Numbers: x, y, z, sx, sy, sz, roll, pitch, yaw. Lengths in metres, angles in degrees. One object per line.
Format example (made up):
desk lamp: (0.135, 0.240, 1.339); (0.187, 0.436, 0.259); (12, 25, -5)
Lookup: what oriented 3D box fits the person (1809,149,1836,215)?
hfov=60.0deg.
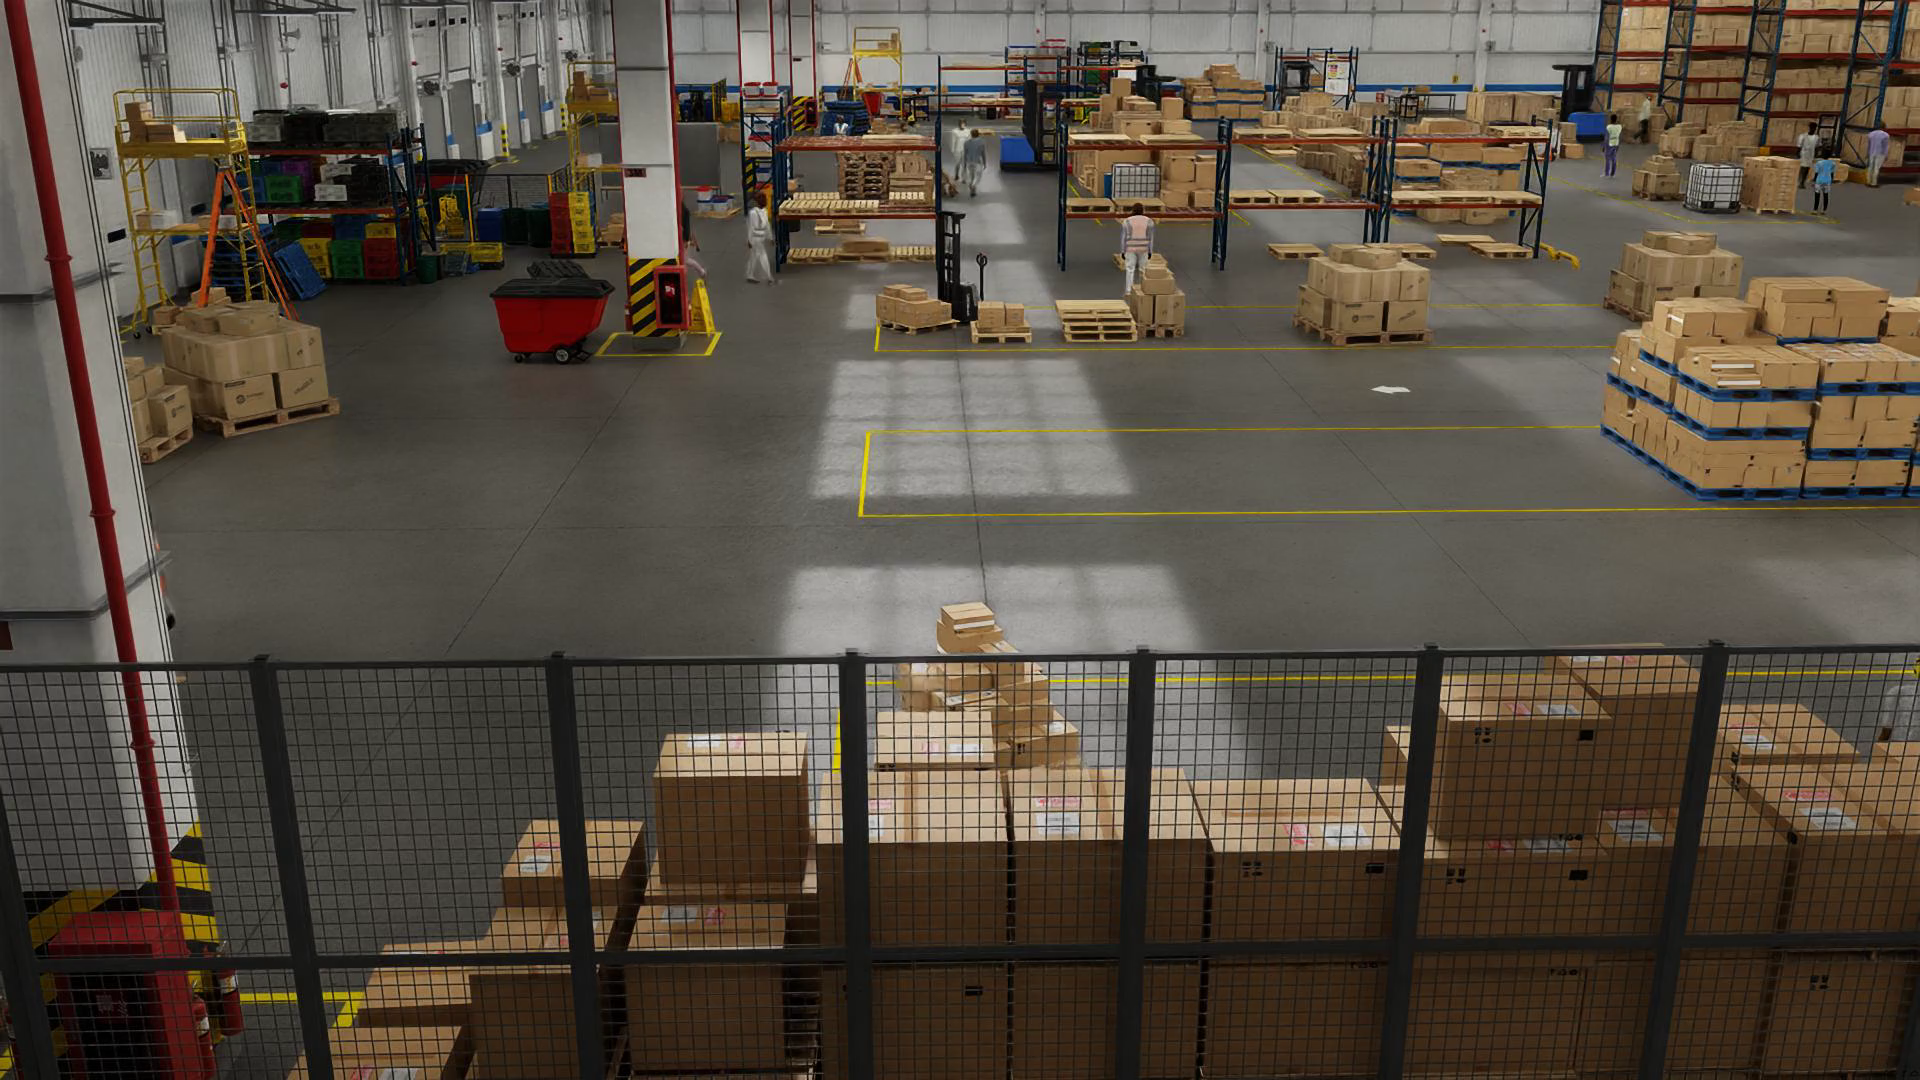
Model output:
person: (22.510, -9.333, 43.390); (0.538, 1.690, 0.322); (0, 19, -1)

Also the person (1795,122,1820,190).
person: (24.754, -11.212, 48.565); (0.642, 1.945, 0.523); (-1, 19, -3)

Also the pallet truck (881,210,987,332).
pallet truck: (-0.493, -4.759, 29.349); (1.885, 1.965, 0.823); (-13, 23, -34)

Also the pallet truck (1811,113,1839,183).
pallet truck: (26.403, -11.957, 50.702); (0.823, 1.965, 1.885); (6, 19, 16)

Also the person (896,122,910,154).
person: (-1.644, -11.597, 49.892); (0.548, 1.826, 0.591); (-16, 25, -40)

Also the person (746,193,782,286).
person: (-3.950, -6.022, 33.342); (0.930, 1.834, 0.582); (4, 19, 13)

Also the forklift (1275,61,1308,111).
forklift: (13.221, -17.590, 66.052); (1.129, 2.768, 1.873); (-1, 19, -1)

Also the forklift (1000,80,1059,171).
forklift: (2.239, -13.269, 53.236); (1.873, 2.768, 1.129); (-1, 19, -2)

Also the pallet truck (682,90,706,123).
pallet truck: (-9.671, -15.907, 62.421); (0.823, 1.965, 1.885); (5, 19, 15)

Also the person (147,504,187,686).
person: (-7.035, 0.475, 14.302); (0.465, 1.680, 0.553); (-4, 19, -13)

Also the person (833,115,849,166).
person: (-3.918, -13.149, 54.790); (0.514, 1.641, 0.307); (2, 19, 6)

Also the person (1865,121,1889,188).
person: (27.018, -11.355, 49.017); (0.376, 1.940, 0.634); (-11, 22, -30)

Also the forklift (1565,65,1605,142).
forklift: (23.458, -16.564, 63.011); (1.129, 2.768, 1.873); (-9, 21, -25)

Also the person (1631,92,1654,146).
person: (25.215, -15.525, 61.356); (0.636, 1.949, 0.691); (2, 19, 6)

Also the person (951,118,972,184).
person: (0.052, -11.730, 50.140); (0.650, 1.927, 0.505); (-3, 19, -8)

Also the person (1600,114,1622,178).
person: (20.230, -12.224, 51.621); (0.591, 1.916, 0.383); (-7, 20, -20)

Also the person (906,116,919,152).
person: (-1.552, -12.764, 53.507); (0.480, 1.733, 0.333); (-7, 20, -19)

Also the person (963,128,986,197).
person: (0.399, -10.602, 46.812); (0.673, 1.912, 0.514); (6, 19, 16)

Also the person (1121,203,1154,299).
person: (3.400, -5.556, 31.978); (0.624, 1.835, 0.431); (-1, 19, -4)

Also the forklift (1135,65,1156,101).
forklift: (6.946, -16.489, 62.786); (1.873, 2.768, 1.129); (15, 24, 37)

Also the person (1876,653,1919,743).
person: (6.190, 1.556, 10.809); (0.520, 1.874, 0.327); (3, 19, 8)

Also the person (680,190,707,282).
person: (-5.460, -5.986, 33.020); (0.771, 1.975, 0.609); (-15, 24, -38)
